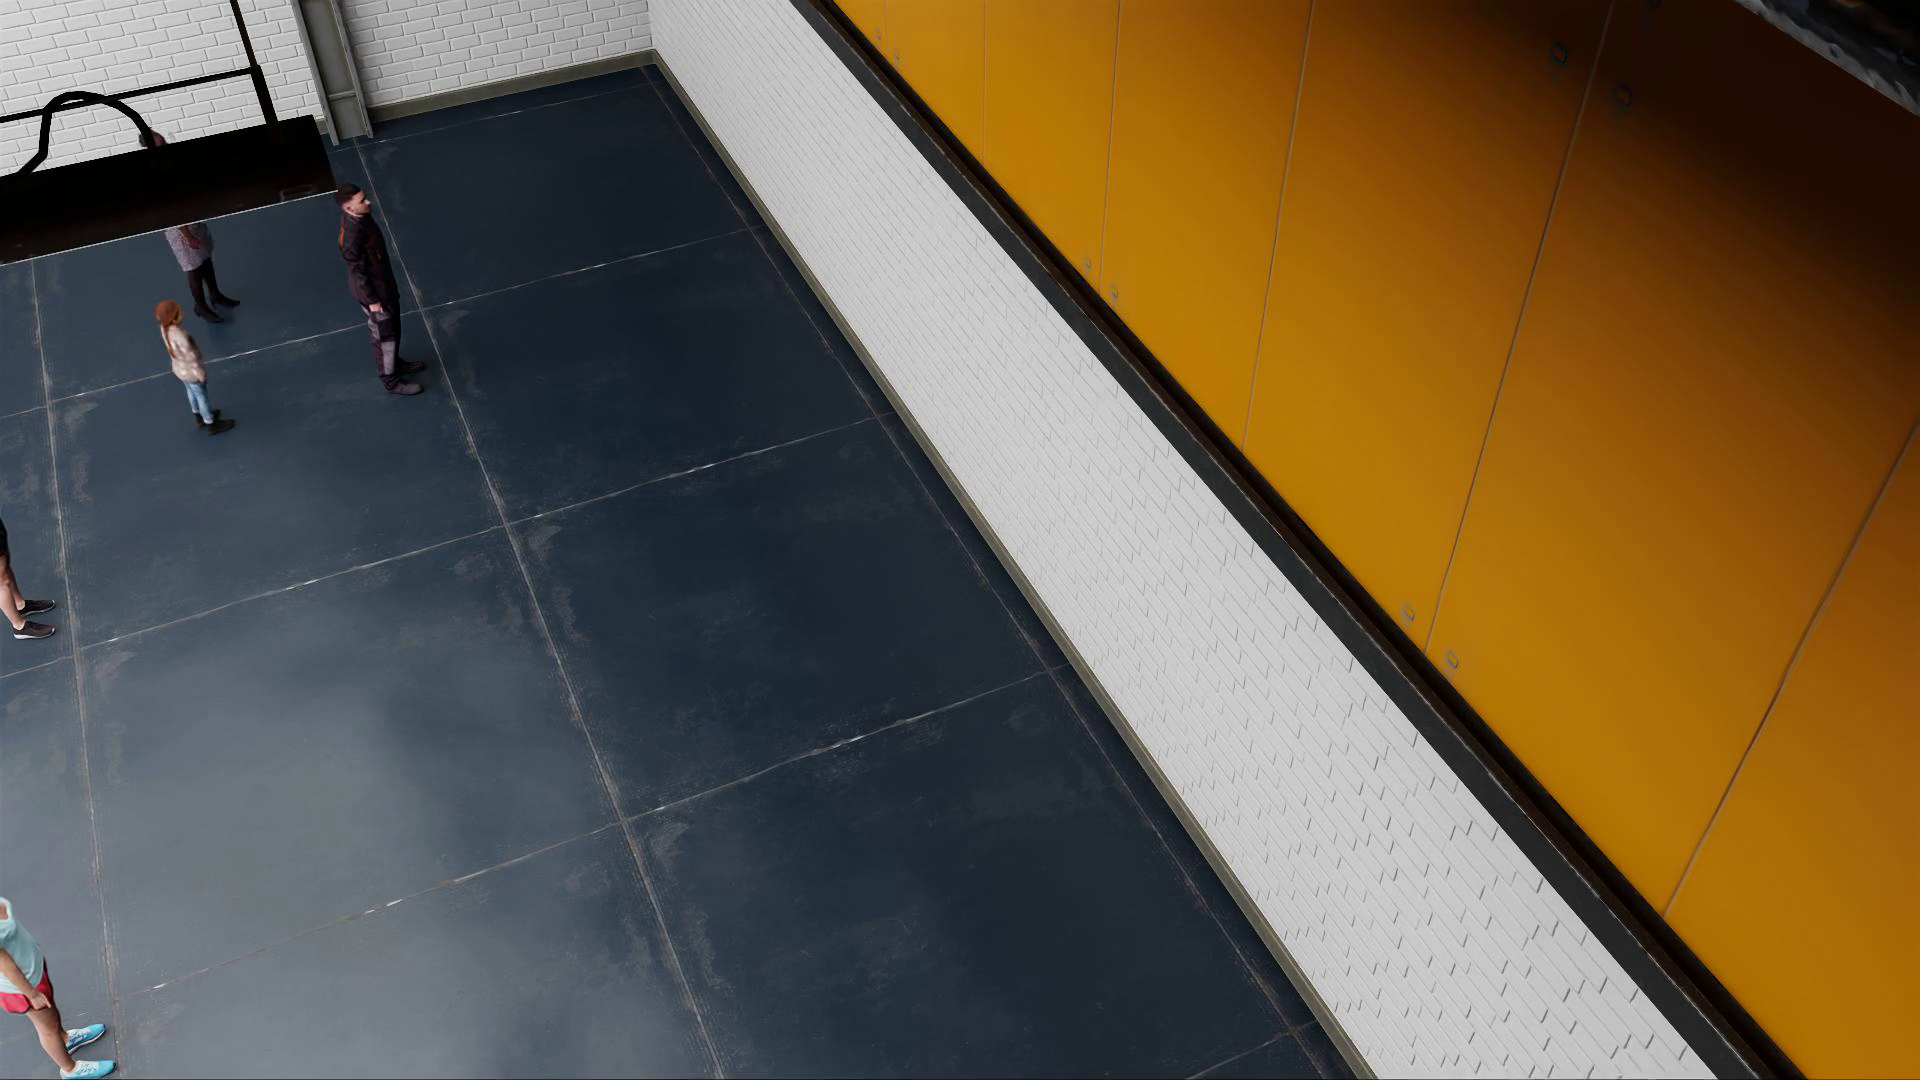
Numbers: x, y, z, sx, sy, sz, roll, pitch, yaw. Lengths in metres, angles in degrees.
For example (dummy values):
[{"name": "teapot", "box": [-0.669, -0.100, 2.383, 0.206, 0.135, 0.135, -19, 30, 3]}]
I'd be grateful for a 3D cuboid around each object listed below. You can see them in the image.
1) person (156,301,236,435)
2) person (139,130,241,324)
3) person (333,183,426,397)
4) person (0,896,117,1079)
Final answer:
[{"name": "person", "box": [-5.939, -1.334, 12.792, 0.537, 1.194, 0.555, 34, 53, 30]}, {"name": "person", "box": [-6.382, -2.590, 13.682, 0.654, 1.785, 0.709, -12, 45, -12]}, {"name": "person", "box": [-4.584, -1.986, 12.995, 0.716, 1.857, 0.779, -7, 44, -7]}, {"name": "person", "box": [-4.875, 2.229, 8.638, 0.576, 1.764, 0.612, -22, 48, -21]}]
